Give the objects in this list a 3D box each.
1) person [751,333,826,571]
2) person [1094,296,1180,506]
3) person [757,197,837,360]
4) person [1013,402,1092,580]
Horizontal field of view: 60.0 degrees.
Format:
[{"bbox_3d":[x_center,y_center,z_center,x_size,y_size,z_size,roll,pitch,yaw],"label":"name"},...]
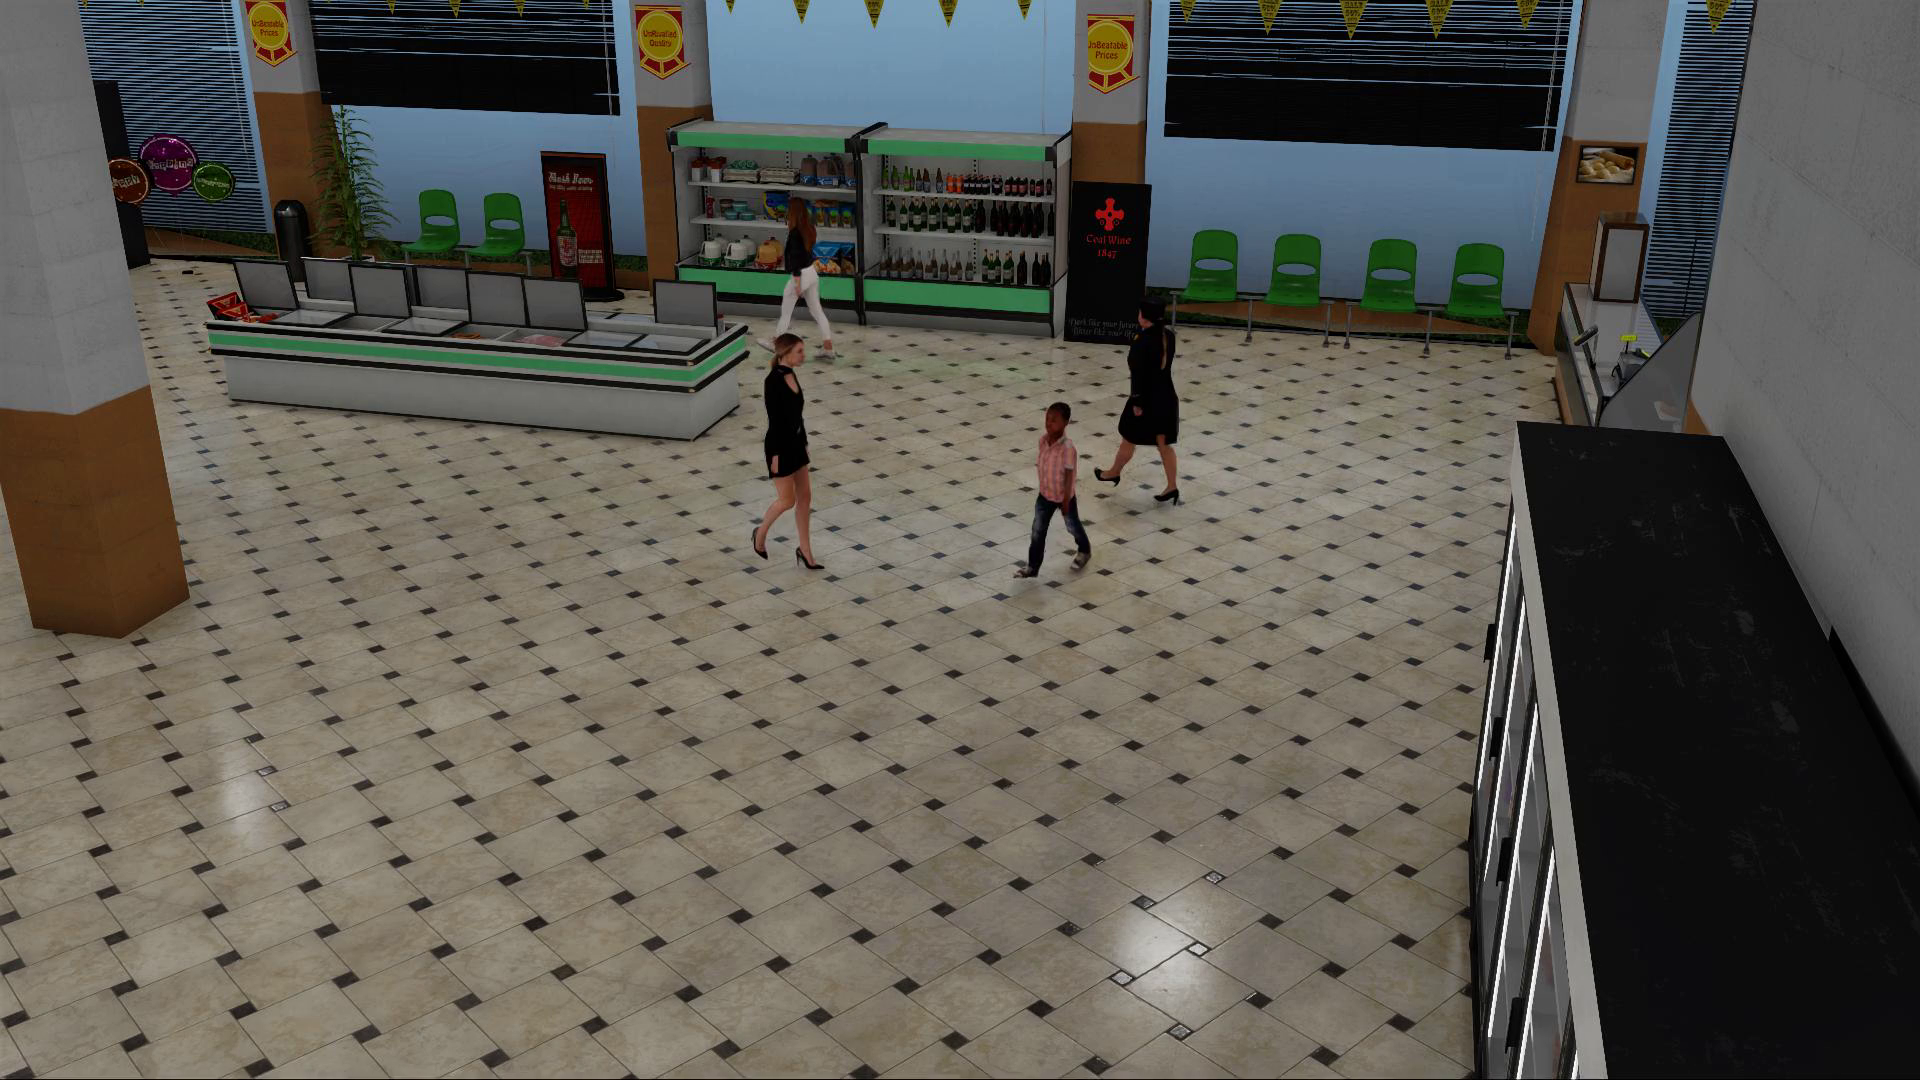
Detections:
[{"bbox_3d":[-1.271,-0.606,11.813,0.776,1.757,0.652,8,23,19],"label":"person"},{"bbox_3d":[1.569,-1.045,13.074,1.170,1.631,1.022,20,29,41],"label":"person"},{"bbox_3d":[-1.530,-2.629,16.971,1.164,1.663,0.788,12,25,27],"label":"person"},{"bbox_3d":[0.747,-0.352,11.823,0.853,1.277,0.920,-20,29,-41],"label":"person"}]
